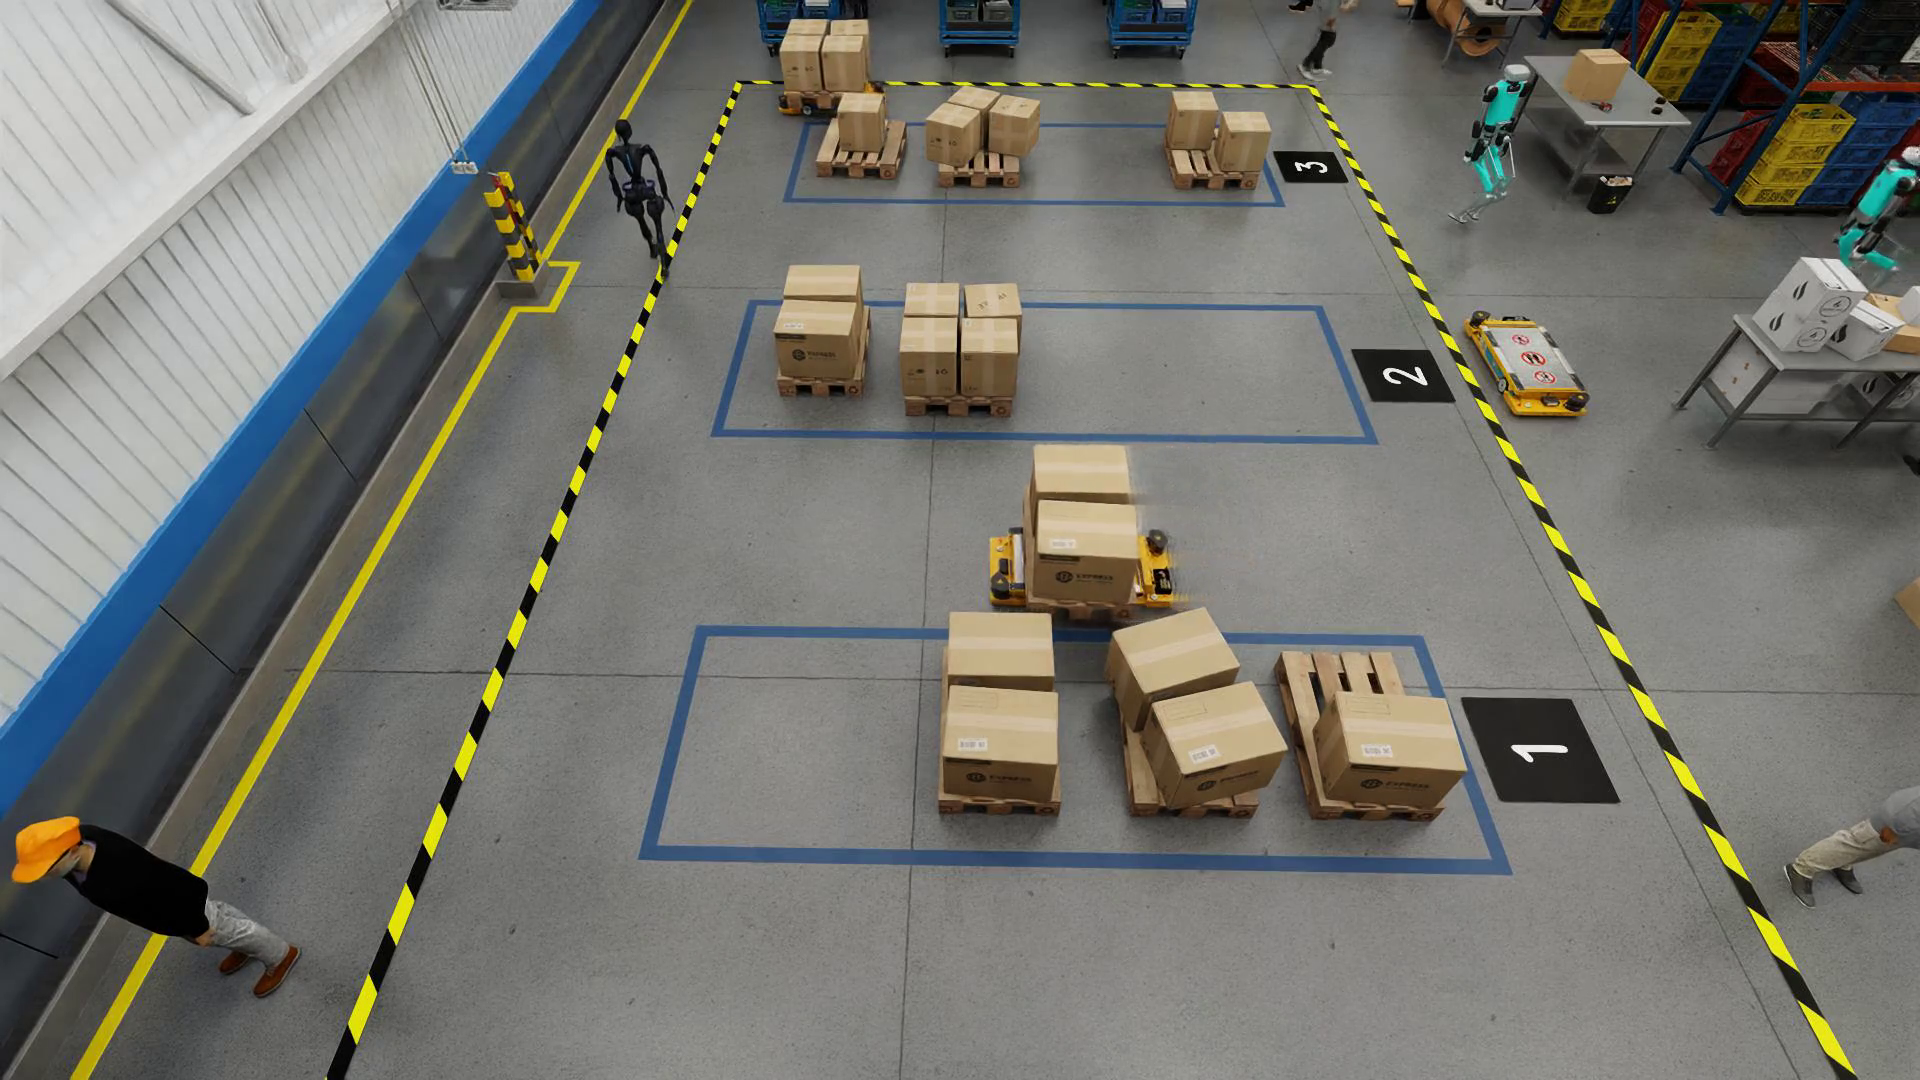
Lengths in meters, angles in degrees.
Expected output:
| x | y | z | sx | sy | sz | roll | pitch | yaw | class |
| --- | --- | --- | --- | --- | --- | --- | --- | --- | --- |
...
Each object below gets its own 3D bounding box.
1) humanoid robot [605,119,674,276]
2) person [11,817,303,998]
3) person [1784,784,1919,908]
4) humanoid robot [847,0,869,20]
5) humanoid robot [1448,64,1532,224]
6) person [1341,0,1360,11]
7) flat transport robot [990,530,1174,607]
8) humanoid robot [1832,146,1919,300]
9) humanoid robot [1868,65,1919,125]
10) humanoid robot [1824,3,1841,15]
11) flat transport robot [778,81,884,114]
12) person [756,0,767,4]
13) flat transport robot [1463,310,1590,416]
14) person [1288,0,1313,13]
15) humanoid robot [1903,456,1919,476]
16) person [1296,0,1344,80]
| x | y | z | sx | sy | sz | roll | pitch | yaw | class |
| --- | --- | --- | --- | --- | --- | --- | --- | --- | --- |
| -3.405 | -3.651 | 9.794 | 0.599 | 1.637 | 0.764 | -7 | 50 | -6 | humanoid robot |
| -4.156 | 1.923 | 4.800 | 0.589 | 1.884 | 0.360 | 21 | 52 | 17 | person |
| 5.452 | 1.563 | 5.188 | 0.563 | 1.769 | 0.400 | -9 | 50 | -8 | person |
| -1.544 | -8.252 | 13.744 | 0.453 | 1.636 | 0.598 | 19 | 52 | 16 | humanoid robot |
| 5.997 | -4.313 | 10.207 | 0.533 | 1.677 | 0.735 | -12 | 50 | -10 | humanoid robot |
| 6.564 | -9.619 | 14.819 | 0.429 | 1.840 | 0.638 | 7 | 49 | 6 | person |
| 0.958 | 0.211 | 7.332 | 1.431 | 0.197 | 0.652 | 1 | 49 | 1 | flat transport robot |
| 9.267 | -3.022 | 9.212 | 1.034 | 1.780 | 0.537 | 11 | 50 | 9 | humanoid robot |
| 12.003 | -5.764 | 11.584 | 0.317 | 1.649 | 0.607 | 0 | 49 | 0 | humanoid robot |
| 13.350 | -8.394 | 13.859 | 0.982 | 1.777 | 0.555 | -29 | 55 | -23 | humanoid robot |
| -1.808 | -6.253 | 12.927 | 1.431 | 0.197 | 0.652 | 1 | 49 | 1 | flat transport robot |
| -3.317 | -9.880 | 14.991 | 0.370 | 1.932 | 0.620 | -3 | 49 | -3 | person |
| 5.573 | -1.757 | 9.054 | 0.659 | 0.231 | 1.431 | 1 | 49 | 1 | flat transport robot |
| 5.744 | -9.571 | 14.696 | 0.362 | 1.964 | 0.611 | 36 | 58 | 27 | person |
| 8.647 | -1.208 | 7.650 | 0.609 | 1.650 | 0.337 | 10 | 50 | 9 | humanoid robot |
| 5.283 | -7.541 | 13.029 | 0.528 | 1.843 | 0.600 | 8 | 50 | 7 | person |
